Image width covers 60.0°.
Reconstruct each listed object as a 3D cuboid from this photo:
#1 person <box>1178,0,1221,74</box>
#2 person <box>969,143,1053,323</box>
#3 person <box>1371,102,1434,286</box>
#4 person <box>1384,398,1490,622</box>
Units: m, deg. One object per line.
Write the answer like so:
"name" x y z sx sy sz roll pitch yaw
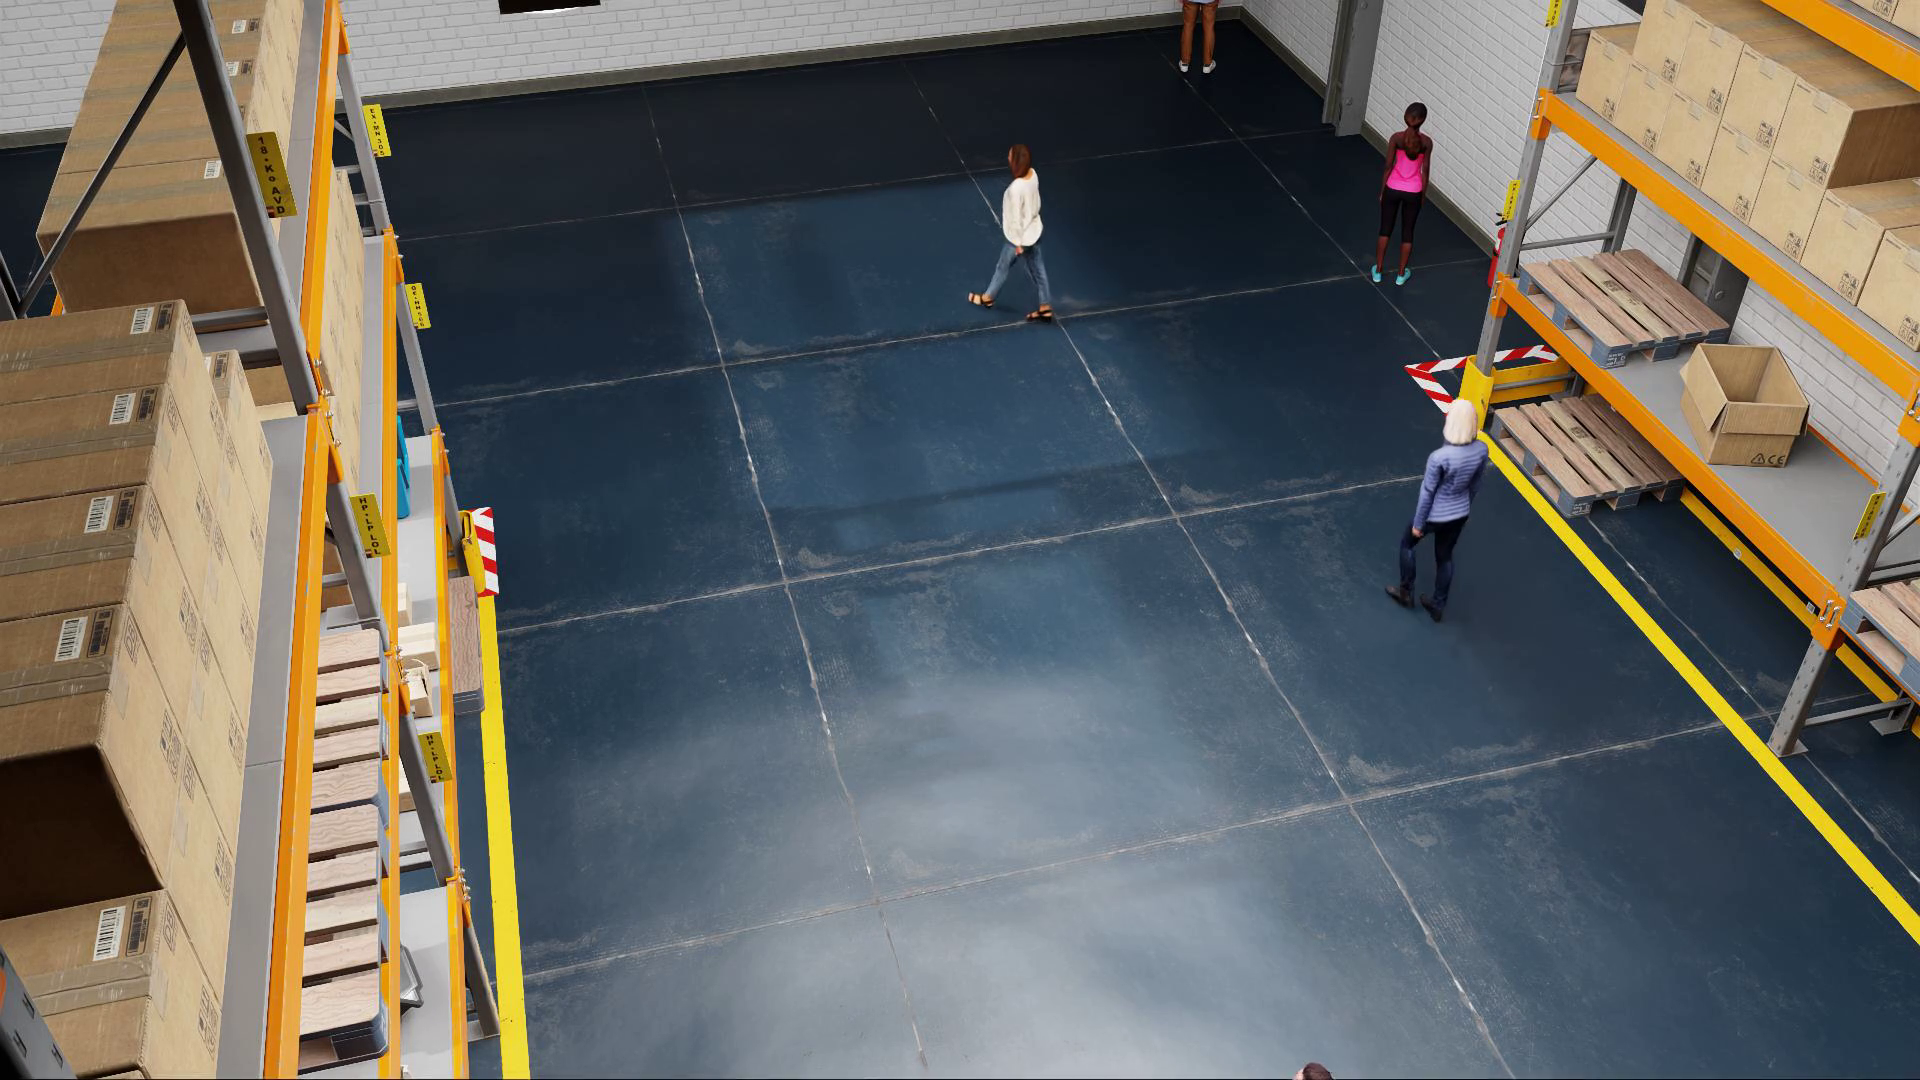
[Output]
"person" 2.703 -6.156 18.628 0.766 1.827 0.752 8 39 10
"person" 0.632 -2.610 14.327 1.075 1.652 1.020 20 43 23
"person" 3.963 -3.102 14.887 0.660 1.722 0.700 12 40 15
"person" 3.289 -0.146 11.179 0.669 1.731 0.648 -11 40 -13
